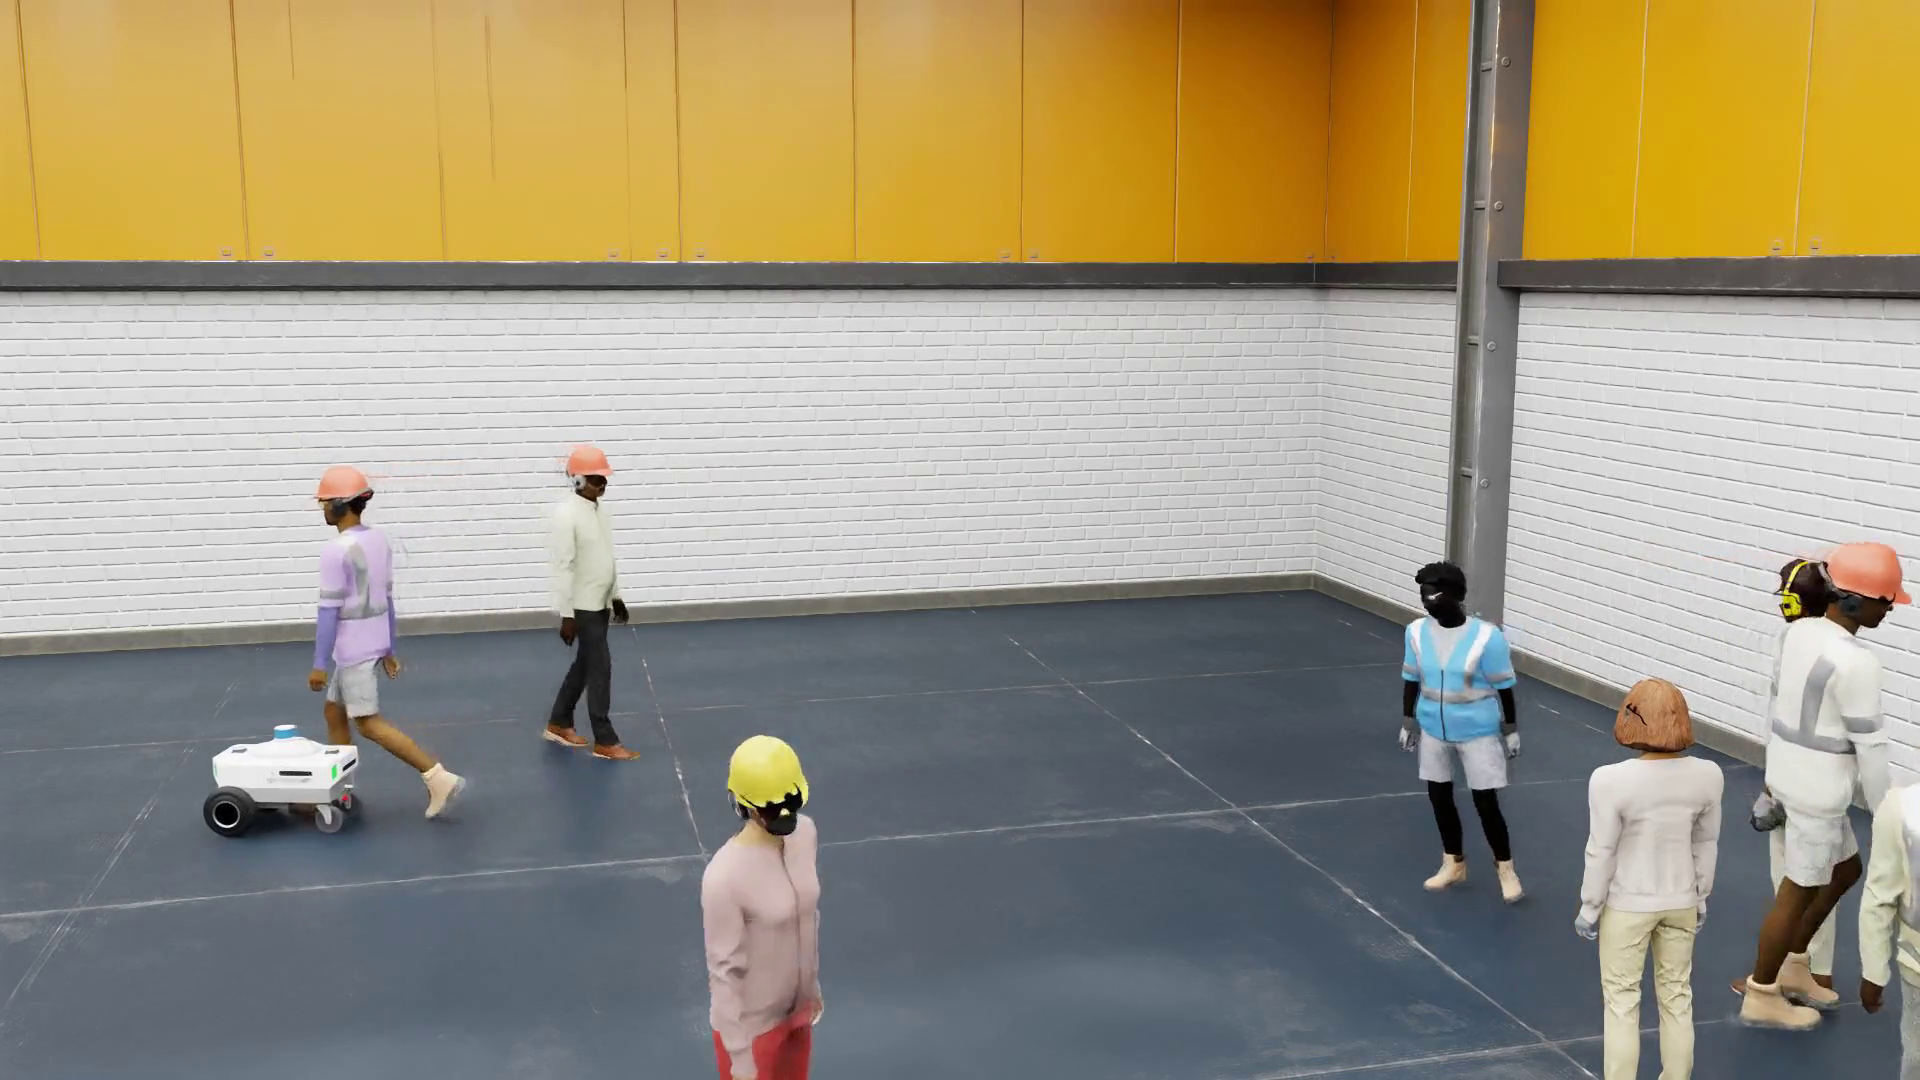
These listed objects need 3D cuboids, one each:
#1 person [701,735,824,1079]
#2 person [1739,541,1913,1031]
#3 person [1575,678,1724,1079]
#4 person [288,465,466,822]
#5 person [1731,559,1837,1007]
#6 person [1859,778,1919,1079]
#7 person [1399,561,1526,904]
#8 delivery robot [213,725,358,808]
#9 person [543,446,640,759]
[{"bbox_3d":[-0.519,1.392,4.895,0.343,1.736,0.651,4,10,26],"label":"person"},{"bbox_3d":[3.421,0.987,6.547,0.586,2.010,0.611,1,9,7],"label":"person"},{"bbox_3d":[2.408,1.287,5.847,0.500,1.636,0.282,-2,9,-11],"label":"person"},{"bbox_3d":[-3.237,0.581,9.142,0.978,2.006,0.606,0,9,1],"label":"person"},{"bbox_3d":[3.470,1.008,6.882,0.533,1.864,0.311,-6,11,-33],"label":"person"},{"bbox_3d":[3.199,1.315,5.272,0.618,1.779,0.918,5,11,31],"label":"person"},{"bbox_3d":[2.417,0.920,8.046,0.599,1.659,0.404,8,12,42],"label":"person"},{"bbox_3d":[-3.684,1.257,9.108,0.707,0.478,0.477,0,9,2],"label":"delivery robot"},{"bbox_3d":[-2.378,0.391,10.493,0.842,1.979,0.617,2,9,11],"label":"person"}]
